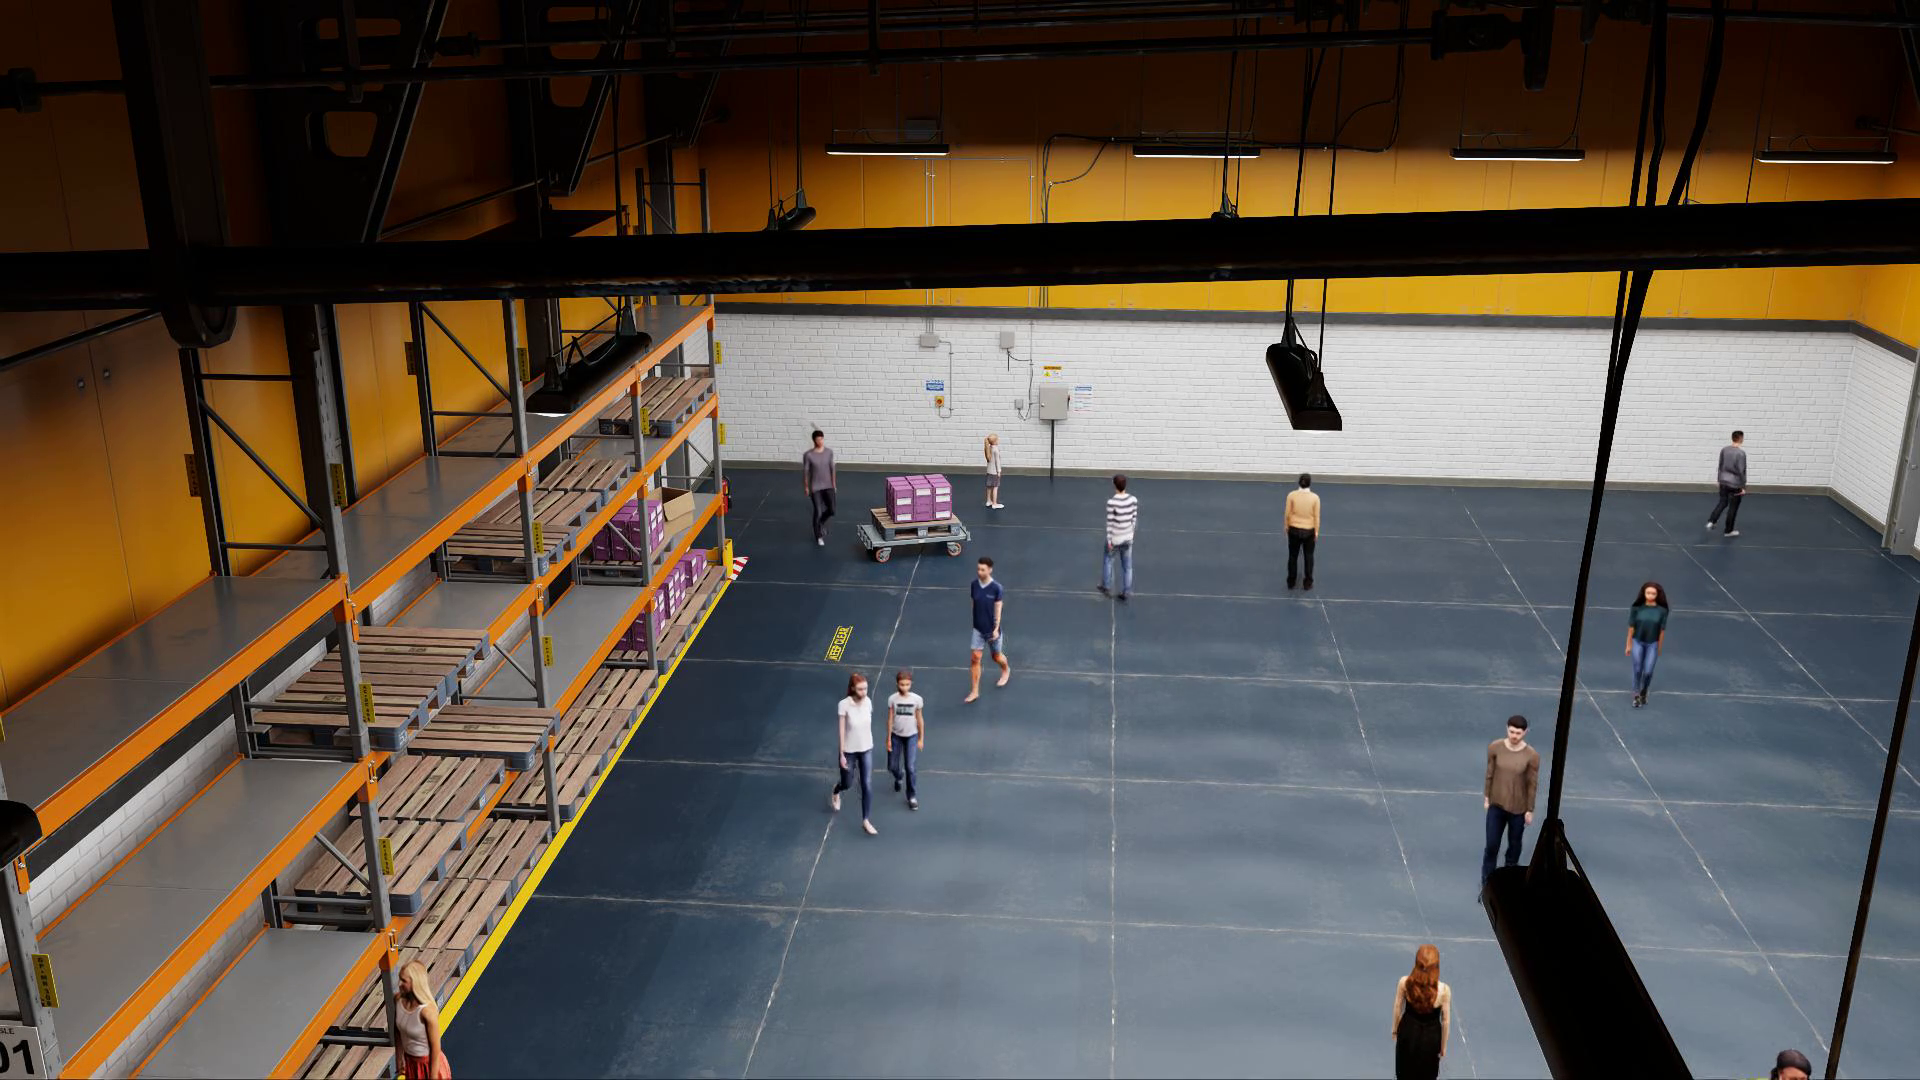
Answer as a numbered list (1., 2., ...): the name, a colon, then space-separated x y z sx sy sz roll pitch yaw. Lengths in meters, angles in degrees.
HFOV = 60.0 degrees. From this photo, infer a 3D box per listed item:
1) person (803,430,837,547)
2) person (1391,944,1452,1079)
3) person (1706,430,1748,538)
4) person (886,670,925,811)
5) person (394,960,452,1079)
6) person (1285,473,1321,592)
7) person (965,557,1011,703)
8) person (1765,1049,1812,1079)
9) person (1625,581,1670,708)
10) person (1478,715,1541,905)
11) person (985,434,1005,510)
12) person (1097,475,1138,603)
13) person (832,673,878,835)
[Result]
1. person: -2.227 -0.856 26.259 0.885 1.841 0.947 -9 20 -24
2. person: 3.487 3.851 12.641 0.612 1.611 0.705 4 19 12
3. person: 12.235 -0.881 26.471 0.900 1.753 0.877 -9 20 -24
4. person: -0.609 2.098 17.935 0.559 1.554 0.738 -1 19 -3
5. person: -3.942 3.885 12.241 0.723 1.803 0.747 14 23 35
6. person: 4.967 -0.122 24.213 0.711 1.755 0.679 6 19 16
7. person: 0.387 1.065 20.593 0.934 1.816 1.217 10 21 28
8. person: 5.613 4.201 11.568 0.889 1.633 1.082 -2 19 -5
9. person: 8.387 1.255 20.360 0.690 1.604 0.729 9 21 24
10. person: 5.353 2.543 16.137 0.911 1.860 1.130 10 21 27
11. person: 0.565 -1.181 28.110 0.666 1.275 0.594 -11 22 -30
12. person: 2.333 0.008 23.722 0.840 1.823 0.994 -5 19 -14
13. person: -1.135 2.197 17.390 0.915 1.716 1.080 -10 21 -28
